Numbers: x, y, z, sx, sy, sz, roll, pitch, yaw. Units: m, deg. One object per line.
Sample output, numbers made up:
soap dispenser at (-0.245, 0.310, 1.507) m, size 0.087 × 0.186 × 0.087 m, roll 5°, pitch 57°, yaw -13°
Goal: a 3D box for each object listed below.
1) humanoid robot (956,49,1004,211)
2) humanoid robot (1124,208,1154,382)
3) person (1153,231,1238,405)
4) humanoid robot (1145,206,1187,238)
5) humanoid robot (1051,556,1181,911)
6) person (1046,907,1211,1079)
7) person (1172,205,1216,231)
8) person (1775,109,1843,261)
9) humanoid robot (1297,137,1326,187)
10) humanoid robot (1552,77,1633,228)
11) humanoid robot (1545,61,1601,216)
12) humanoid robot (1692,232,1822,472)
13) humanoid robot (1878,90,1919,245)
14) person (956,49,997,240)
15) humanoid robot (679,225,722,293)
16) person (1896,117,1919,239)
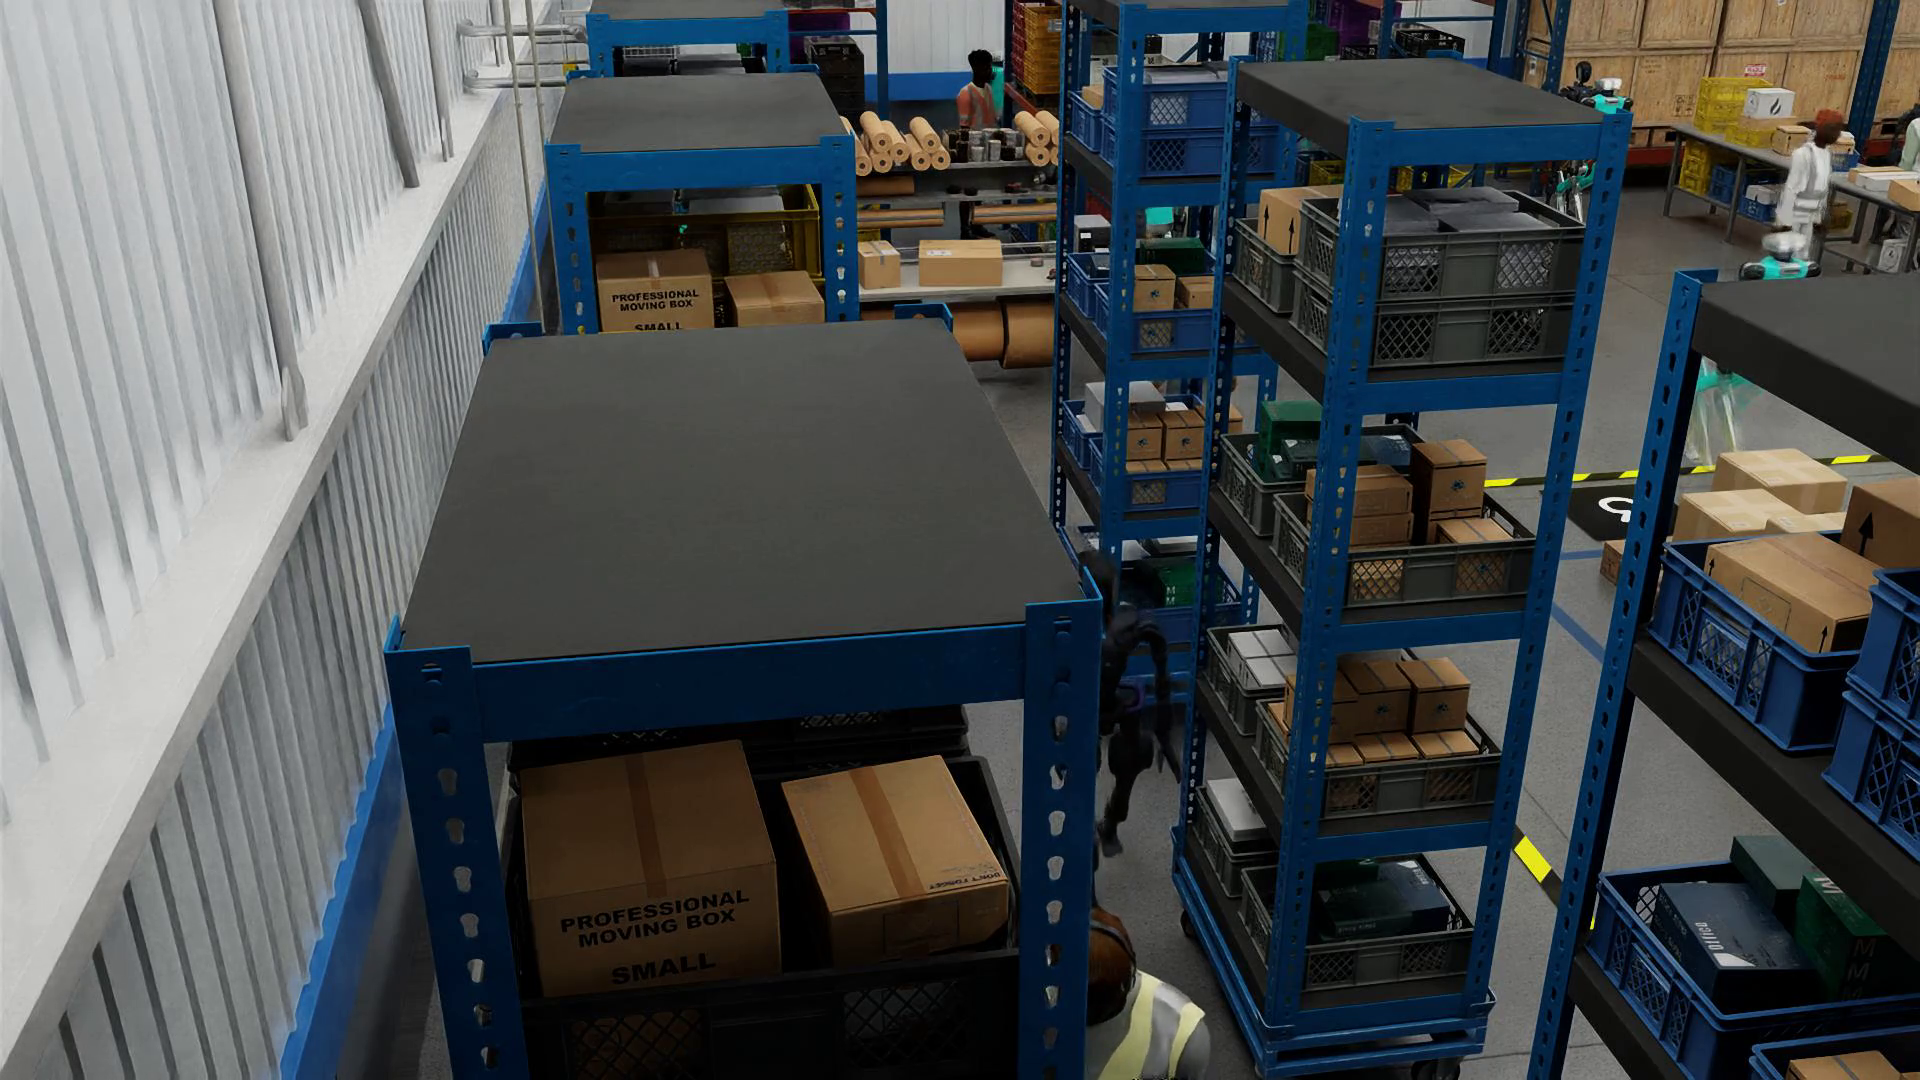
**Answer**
humanoid robot at (0.201, -4.533, 18.376) m, size 0.770 × 1.753 × 0.564 m, roll 16°, pitch 29°, yaw 32°
humanoid robot at (1.370, -2.048, 13.066) m, size 0.386 × 1.633 × 0.601 m, roll -6°, pitch 25°, yaw -14°
person at (1.532, -1.110, 10.816) m, size 0.596 × 1.850 × 0.398 m, roll -3°, pitch 25°, yaw -7°
humanoid robot at (1.539, -2.475, 13.761) m, size 0.533 × 1.677 × 0.735 m, roll -4°, pitch 25°, yaw -8°
humanoid robot at (0.623, 0.800, 6.965) m, size 0.603 × 1.638 × 0.818 m, roll 1°, pitch 25°, yaw 2°
person at (0.340, 1.757, 4.616) m, size 0.650 × 1.832 × 0.463 m, roll 4°, pitch 25°, yaw 10°
person at (2.182, -3.316, 15.386) m, size 0.613 × 2.042 × 0.371 m, roll -4°, pitch 25°, yaw -9°
person at (7.292, -2.810, 14.522) m, size 0.615 × 1.858 × 0.404 m, roll -18°, pitch 30°, yaw -34°
humanoid robot at (4.076, -4.699, 18.754) m, size 0.592 × 1.766 × 0.868 m, roll 2°, pitch 25°, yaw 5°
humanoid robot at (6.263, -3.823, 16.690) m, size 0.533 × 1.677 × 0.735 m, roll -4°, pitch 25°, yaw -8°
humanoid robot at (6.645, -4.346, 18.043) m, size 0.599 × 1.657 × 0.315 m, roll -4°, pitch 25°, yaw -8°
humanoid robot at (5.264, -1.307, 11.223) m, size 0.533 × 1.677 × 0.735 m, roll -4°, pitch 25°, yaw -8°
humanoid robot at (9.652, -3.821, 16.925) m, size 0.610 × 1.633 × 0.426 m, roll -7°, pitch 26°, yaw -16°
person at (0.180, -4.004, 16.972) m, size 0.373 × 1.965 × 0.606 m, roll 12°, pitch 27°, yaw 24°
humanoid robot at (-2.027, -1.932, 12.580) m, size 0.533 × 1.677 × 0.735 m, roll -4°, pitch 25°, yaw -8°
person at (8.985, -3.303, 15.470) m, size 0.609 × 1.946 × 0.403 m, roll 1°, pitch 25°, yaw 3°
